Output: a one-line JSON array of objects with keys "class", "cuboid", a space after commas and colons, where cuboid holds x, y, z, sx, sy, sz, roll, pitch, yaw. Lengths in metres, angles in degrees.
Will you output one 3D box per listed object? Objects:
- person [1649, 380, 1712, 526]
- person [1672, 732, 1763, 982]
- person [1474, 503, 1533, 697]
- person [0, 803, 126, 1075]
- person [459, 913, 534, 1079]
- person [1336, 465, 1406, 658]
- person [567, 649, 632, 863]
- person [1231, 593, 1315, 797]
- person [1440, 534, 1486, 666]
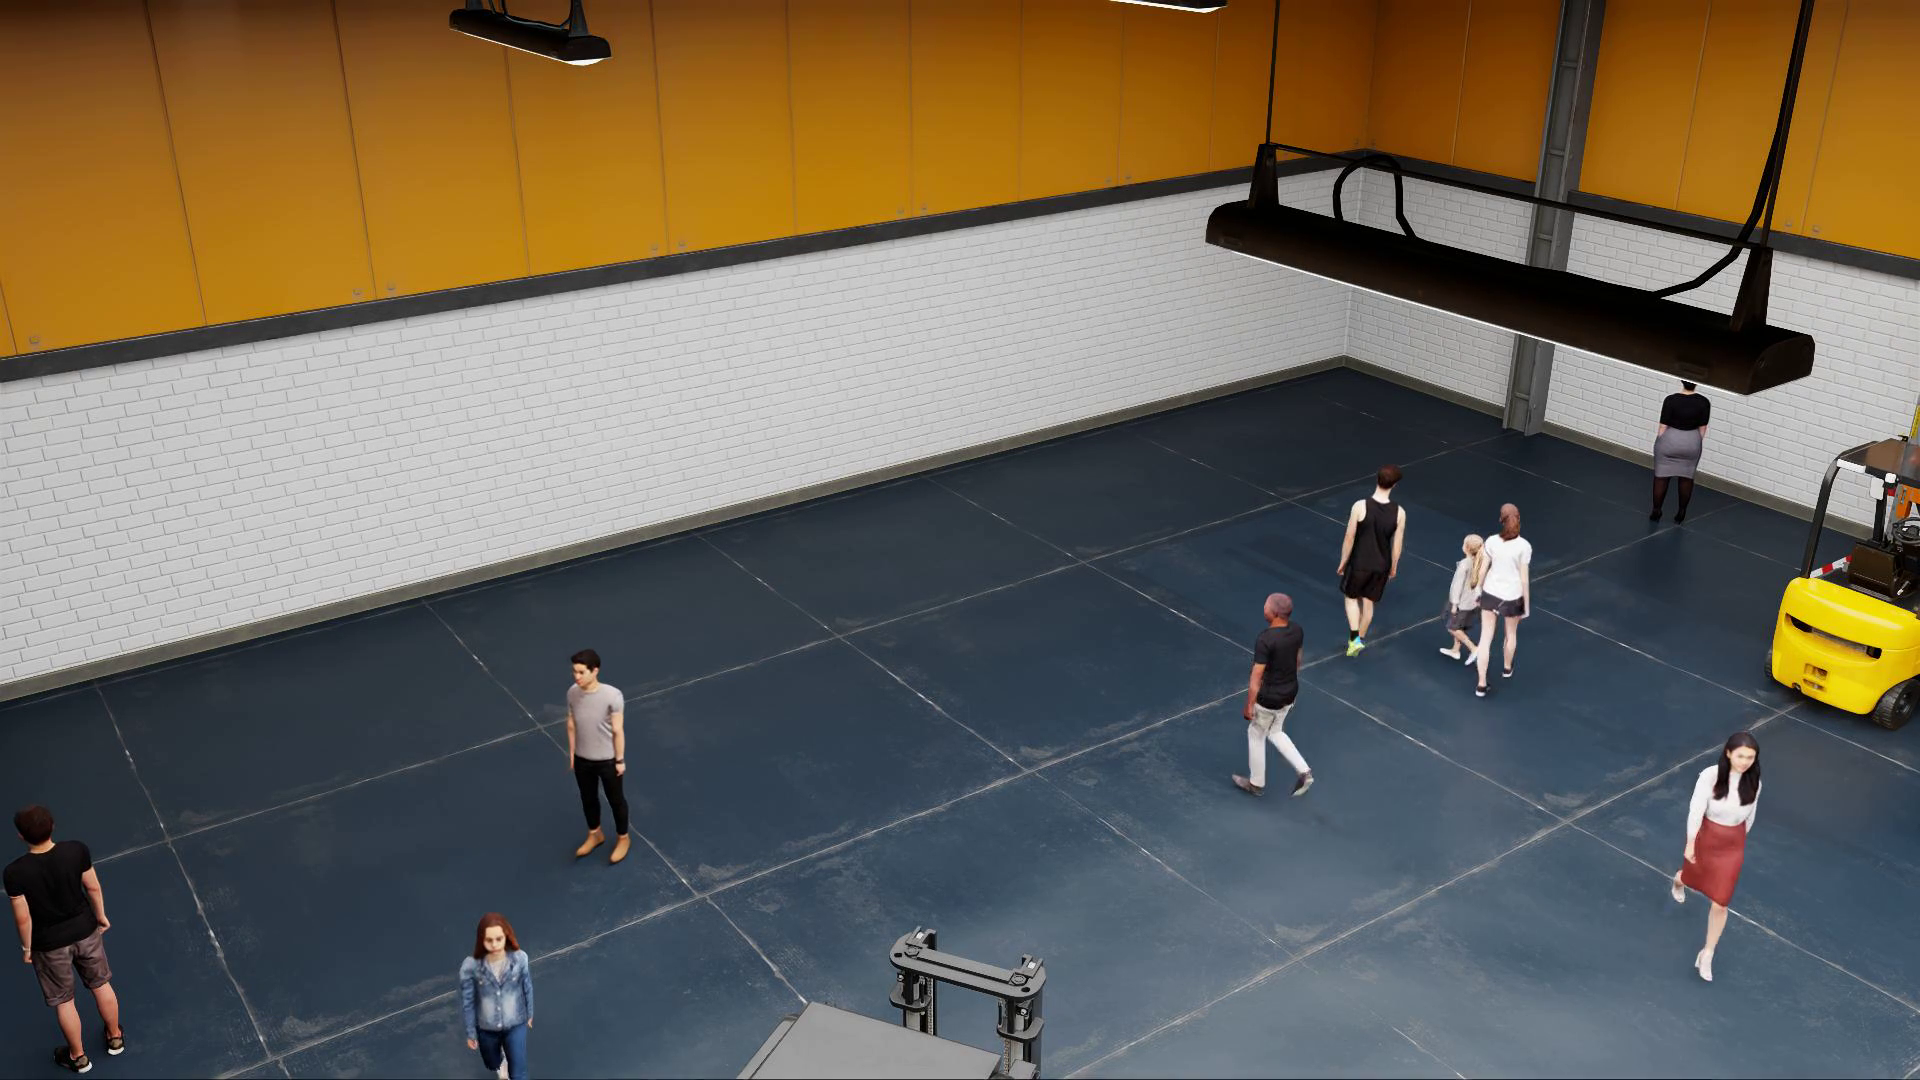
[{"class": "person", "cuboid": [7.850, -1.016, 18.144, 0.768, 1.760, 0.832, 5, 24, 10]}, {"class": "person", "cuboid": [5.052, 2.040, 11.201, 1.081, 1.721, 1.123, 4, 24, 10]}, {"class": "person", "cuboid": [4.726, 0.568, 14.581, 1.038, 1.712, 0.988, 12, 26, 25]}, {"class": "person", "cuboid": [-5.479, 2.415, 10.167, 0.658, 1.863, 0.719, 20, 31, 38]}, {"class": "person", "cuboid": [-2.714, 2.801, 9.795, 0.741, 1.453, 1.016, -7, 25, -16]}, {"class": "person", "cuboid": [3.724, 0.256, 15.095, 0.942, 1.870, 1.003, 2, 24, 4]}, {"class": "person", "cuboid": [-2.664, 1.568, 12.287, 0.652, 1.716, 0.746, 8, 25, 17]}, {"class": "person", "cuboid": [2.490, 1.260, 12.901, 0.711, 1.788, 0.945, -20, 30, -38]}, {"class": "person", "cuboid": [4.635, 0.560, 15.157, 0.568, 1.264, 0.712, -21, 31, -39]}]
